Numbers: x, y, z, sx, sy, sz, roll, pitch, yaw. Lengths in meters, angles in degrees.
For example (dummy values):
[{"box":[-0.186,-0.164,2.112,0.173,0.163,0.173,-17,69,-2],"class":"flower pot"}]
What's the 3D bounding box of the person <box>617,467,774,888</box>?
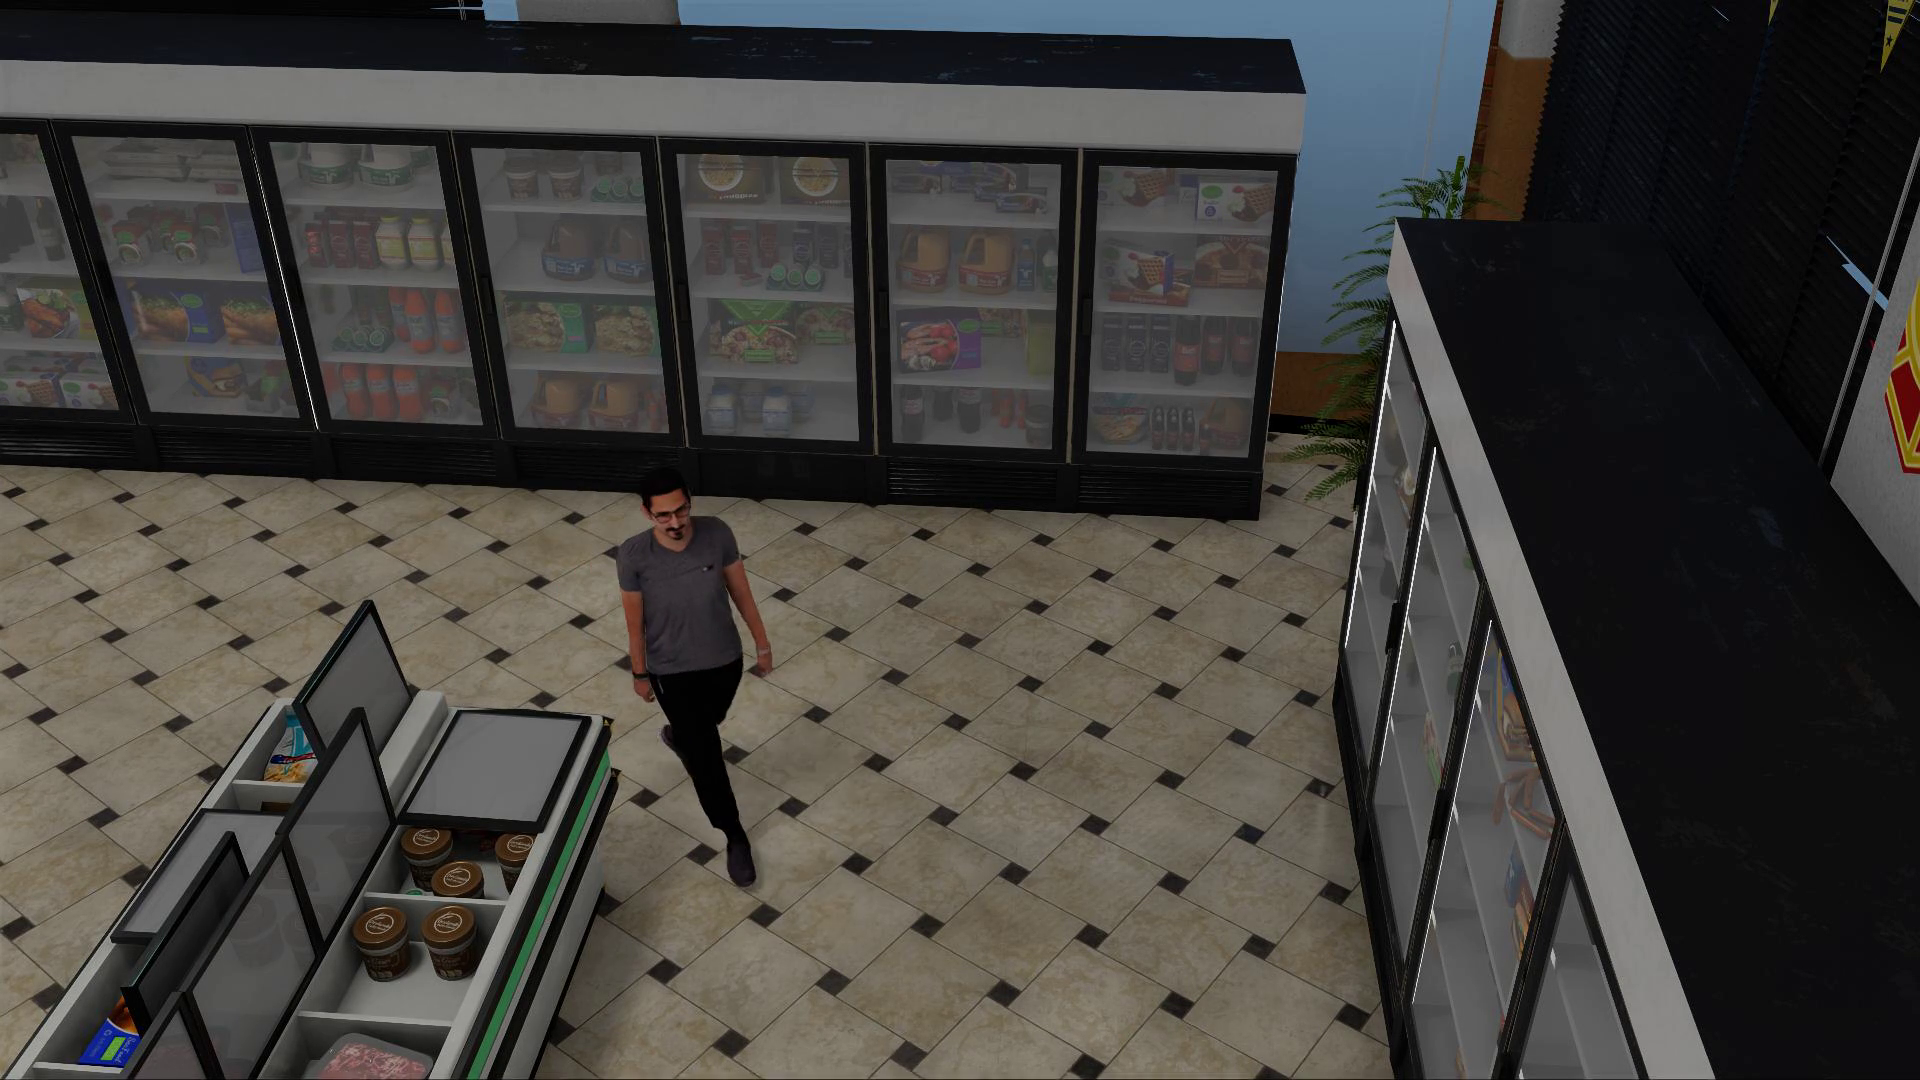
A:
[{"box":[-1.047,0.419,6.362,1.095,1.731,1.257,-19,37,-28],"class":"person"}]
